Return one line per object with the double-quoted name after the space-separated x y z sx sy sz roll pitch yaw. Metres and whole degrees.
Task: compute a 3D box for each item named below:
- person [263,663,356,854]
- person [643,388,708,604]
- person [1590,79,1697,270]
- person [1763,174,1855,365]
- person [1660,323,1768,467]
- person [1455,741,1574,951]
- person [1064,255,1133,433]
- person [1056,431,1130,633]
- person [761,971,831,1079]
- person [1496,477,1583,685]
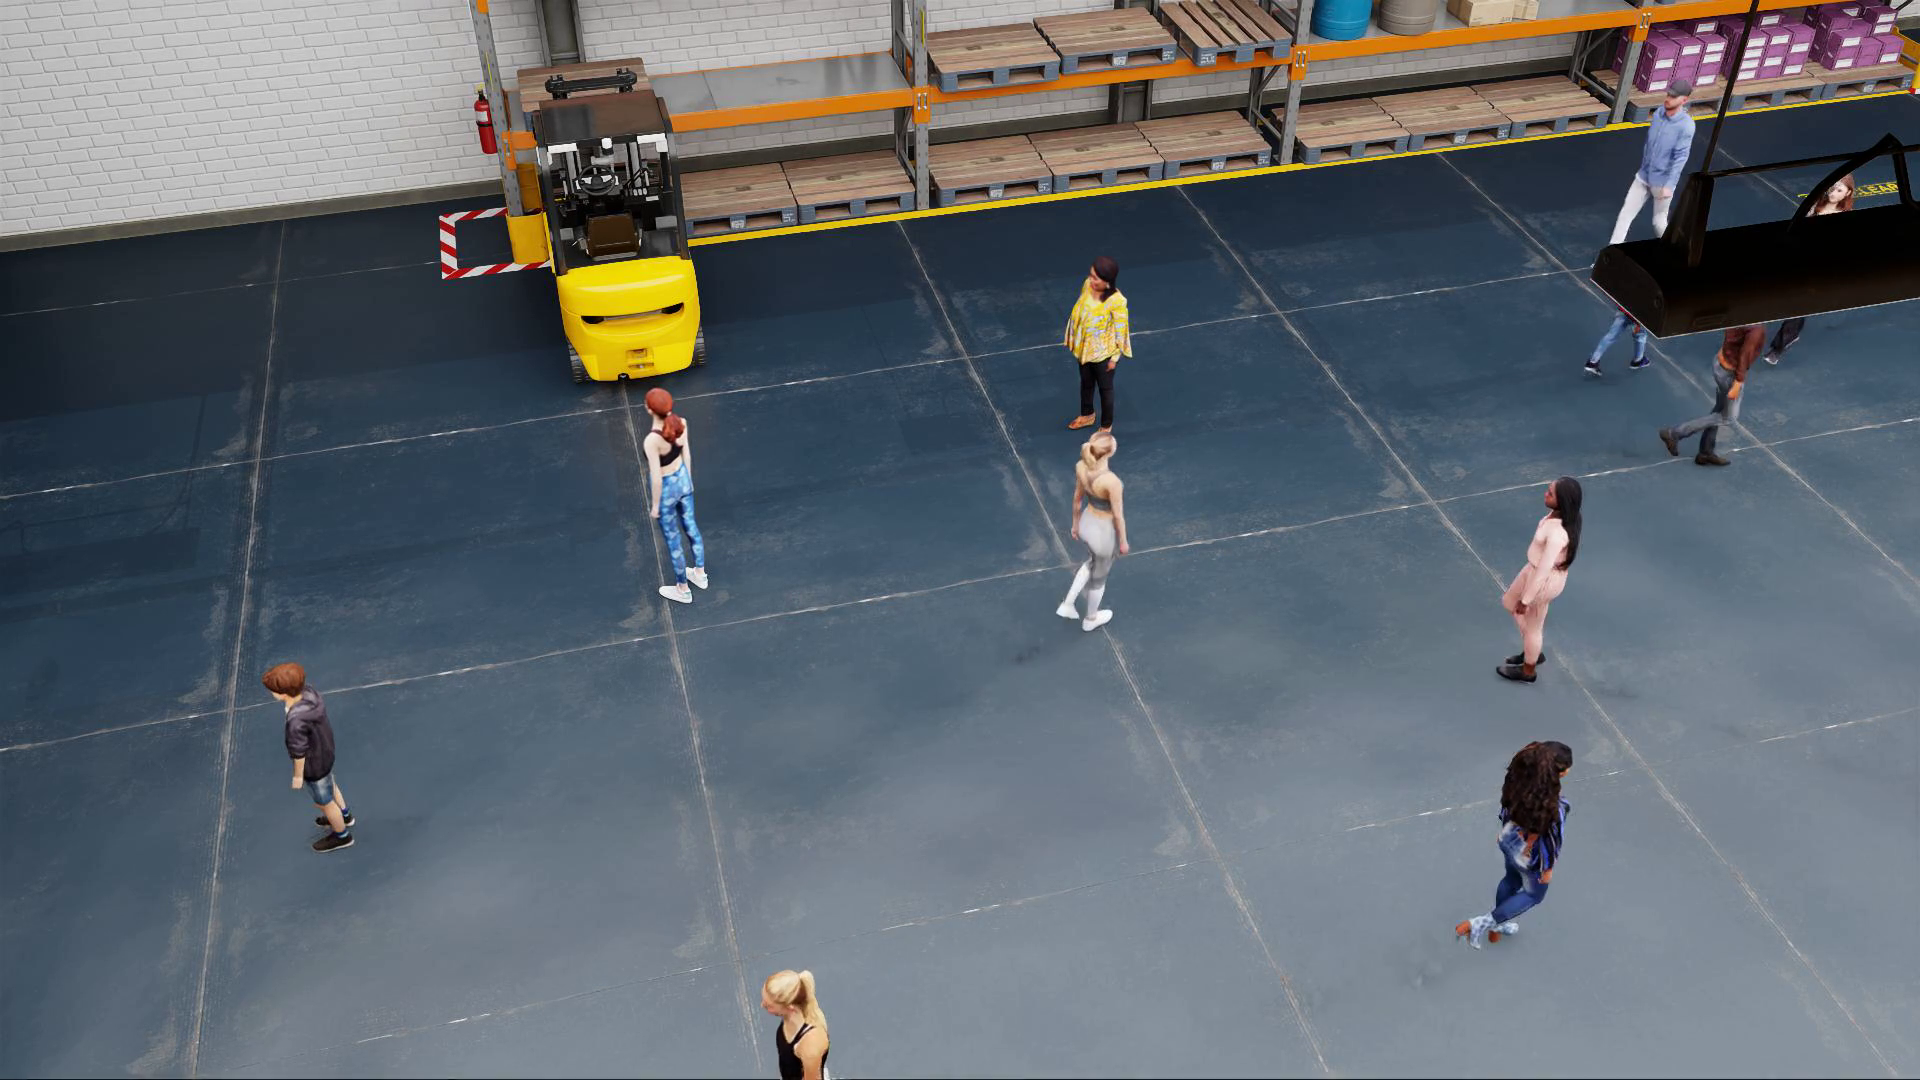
-3.859 1.296 9.978 0.544 1.446 0.547 -7 39 -8 "person"
-2.028 -0.316 11.734 0.739 1.784 0.673 23 44 26 "person"
6.569 -3.390 15.513 1.216 1.860 0.862 -20 43 -23 "person"
7.407 -2.392 14.382 1.149 1.712 0.933 -29 47 -31 "person"
5.940 -1.329 13.009 0.978 1.765 0.878 9 40 11 "person"
3.101 1.751 9.280 0.722 1.605 0.634 -12 40 -14 "person"
1.117 -1.546 13.369 0.889 1.655 0.844 -27 46 -30 "person"
0.887 -0.008 11.415 0.777 1.691 0.690 -24 45 -27 "person"
-0.657 2.642 7.984 0.728 1.831 0.607 -10 40 -12 "person"
3.941 0.302 11.010 0.802 1.710 0.769 14 41 16 "person"
